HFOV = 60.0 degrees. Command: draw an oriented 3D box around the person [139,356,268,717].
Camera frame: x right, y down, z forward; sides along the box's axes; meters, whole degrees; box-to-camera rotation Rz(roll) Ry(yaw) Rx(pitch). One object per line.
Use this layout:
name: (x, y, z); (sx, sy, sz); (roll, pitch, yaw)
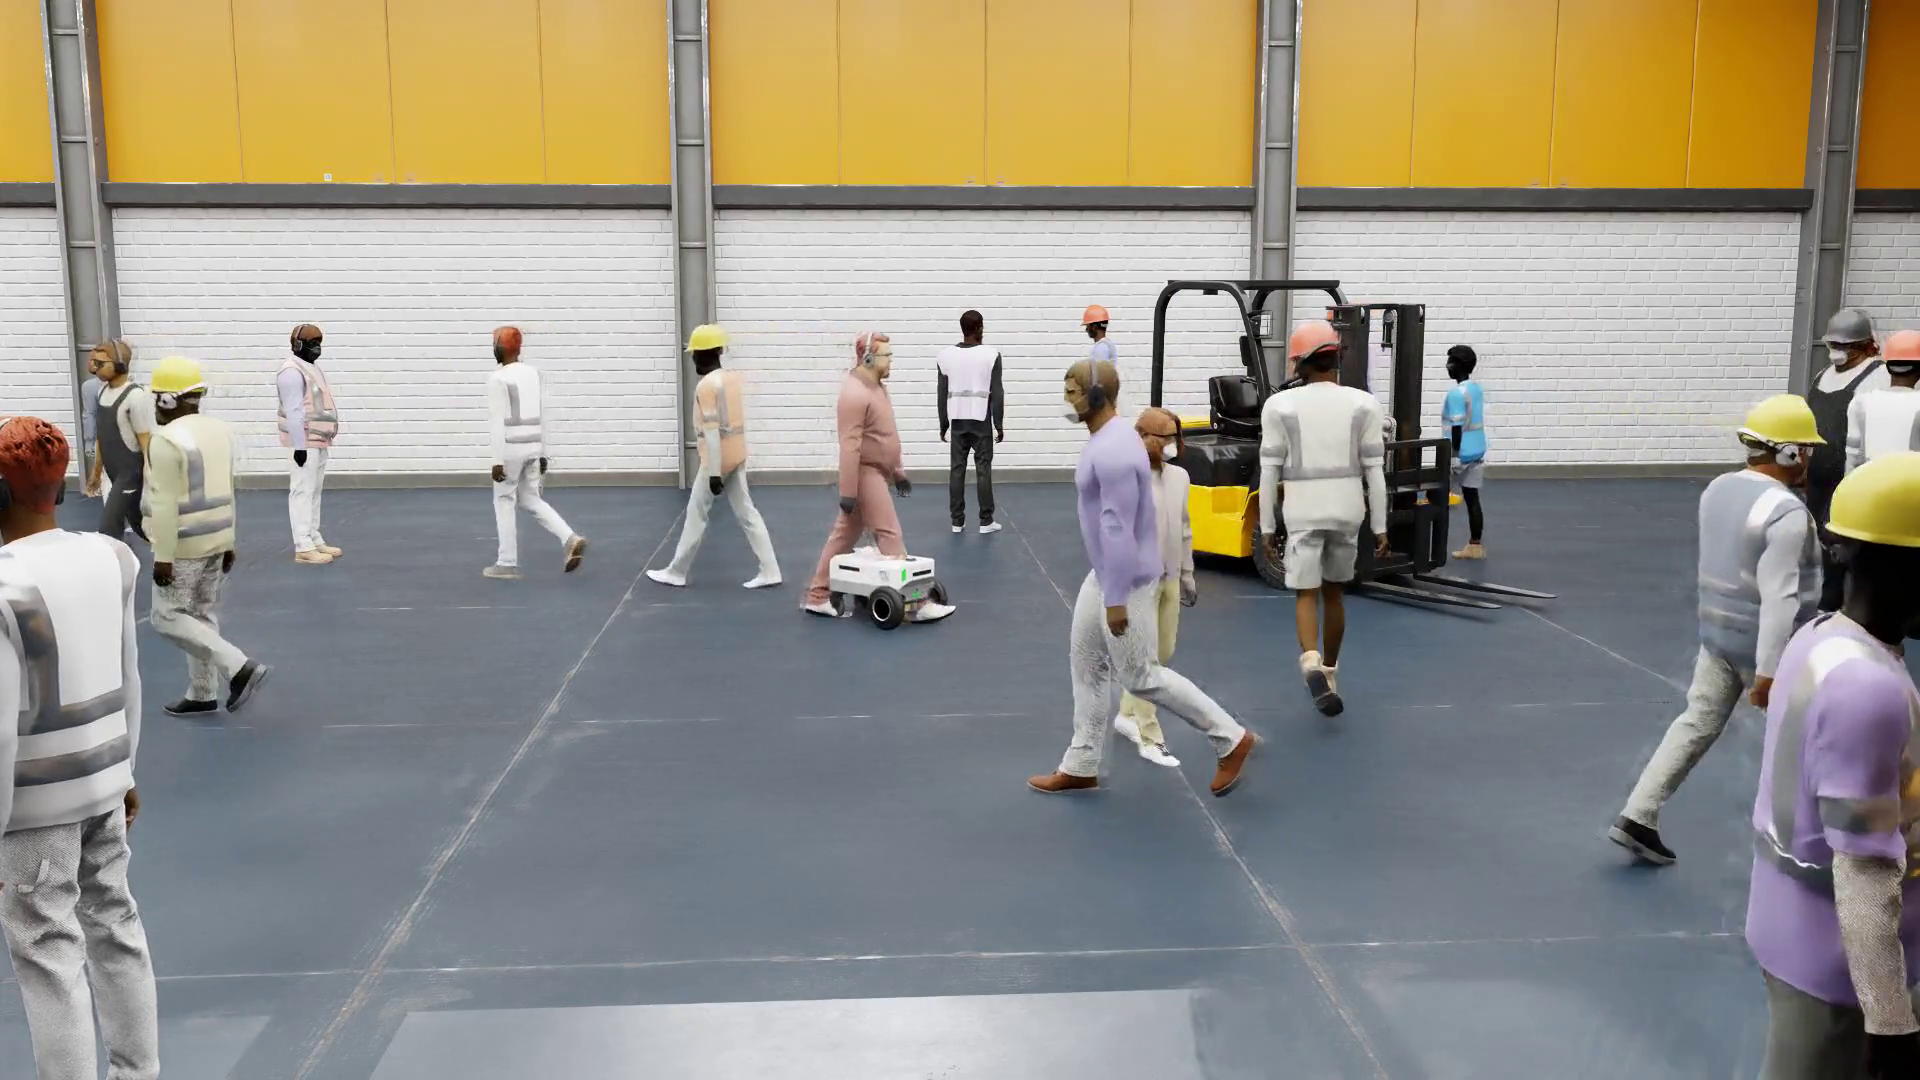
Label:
person: (-3.735, 0.007, 8.189); (0.535, 1.822, 0.601); (1, 9, 4)

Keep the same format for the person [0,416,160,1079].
person: (-2.208, 0.638, 4.050); (0.343, 1.879, 0.585); (1, 9, 9)

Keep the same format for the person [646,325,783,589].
person: (-1.710, -0.573, 11.697); (1.013, 1.869, 0.618); (3, 9, 16)

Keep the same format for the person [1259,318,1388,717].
person: (1.844, -0.109, 8.391); (0.651, 2.005, 0.854); (0, 9, 0)

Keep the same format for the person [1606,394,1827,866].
person: (2.875, 0.355, 6.141); (0.916, 1.795, 0.586); (-1, 9, -9)

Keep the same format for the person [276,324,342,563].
person: (-5.032, -0.747, 12.884); (0.430, 1.841, 0.624); (-1, 9, -6)

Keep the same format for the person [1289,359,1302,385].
person: (3.528, -1.292, 16.773); (0.318, 1.691, 0.532); (-5, 10, -30)

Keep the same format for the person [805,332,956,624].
person: (-0.546, -0.389, 10.583); (1.007, 1.853, 0.658); (1, 9, 5)

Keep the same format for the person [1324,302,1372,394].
person: (3.390, -1.136, 14.829); (0.612, 2.013, 1.004); (-4, 10, -23)

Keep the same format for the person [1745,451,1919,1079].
person: (1.651, 0.761, 3.247); (0.876, 1.894, 0.586); (5, 10, 28)

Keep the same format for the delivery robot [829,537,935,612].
delivery robot: (-0.509, 0.202, 10.649); (0.707, 0.478, 0.477); (7, 12, 39)

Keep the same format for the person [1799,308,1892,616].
person: (5.456, -0.438, 10.311); (0.543, 2.000, 0.704); (-2, 9, -11)

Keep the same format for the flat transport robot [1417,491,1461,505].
flat transport robot: (4.011, -0.467, 16.030); (1.431, 0.197, 0.652); (-1, 9, -9)

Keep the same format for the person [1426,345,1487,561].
person: (3.816, -0.674, 12.923); (0.630, 1.673, 0.540); (8, 12, 42)

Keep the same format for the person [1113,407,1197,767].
person: (0.883, 0.201, 7.657); (0.509, 1.642, 0.481); (-8, 12, -41)

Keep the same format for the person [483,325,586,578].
person: (-3.131, -0.623, 12.057); (0.743, 1.865, 0.587); (4, 10, 24)

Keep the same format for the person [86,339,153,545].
person: (-5.487, -0.440, 11.078); (0.511, 1.814, 0.956); (9, 12, 43)

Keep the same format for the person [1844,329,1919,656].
person: (5.220, -0.220, 9.347); (0.745, 1.919, 0.546); (-7, 12, -39)

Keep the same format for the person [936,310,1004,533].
person: (0.091, -1.010, 14.303); (0.587, 1.915, 0.393); (3, 9, 17)

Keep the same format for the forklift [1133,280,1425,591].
forklift: (2.301, -0.860, 12.475); (1.214, 2.155, 2.313); (-6, 11, -35)

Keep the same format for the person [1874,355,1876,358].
person: (6.092, -0.462, 11.406); (0.536, 1.742, 0.686); (7, 11, 35)

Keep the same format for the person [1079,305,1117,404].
person: (1.325, -1.296, 16.041); (0.375, 1.928, 0.551); (1, 9, 9)

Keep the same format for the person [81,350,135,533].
person: (-7.187, -0.836, 14.113); (0.279, 1.625, 0.496); (5, 10, 27)

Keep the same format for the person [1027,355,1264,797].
person: (0.782, 0.173, 6.965); (0.917, 1.901, 0.649); (0, 9, 1)
